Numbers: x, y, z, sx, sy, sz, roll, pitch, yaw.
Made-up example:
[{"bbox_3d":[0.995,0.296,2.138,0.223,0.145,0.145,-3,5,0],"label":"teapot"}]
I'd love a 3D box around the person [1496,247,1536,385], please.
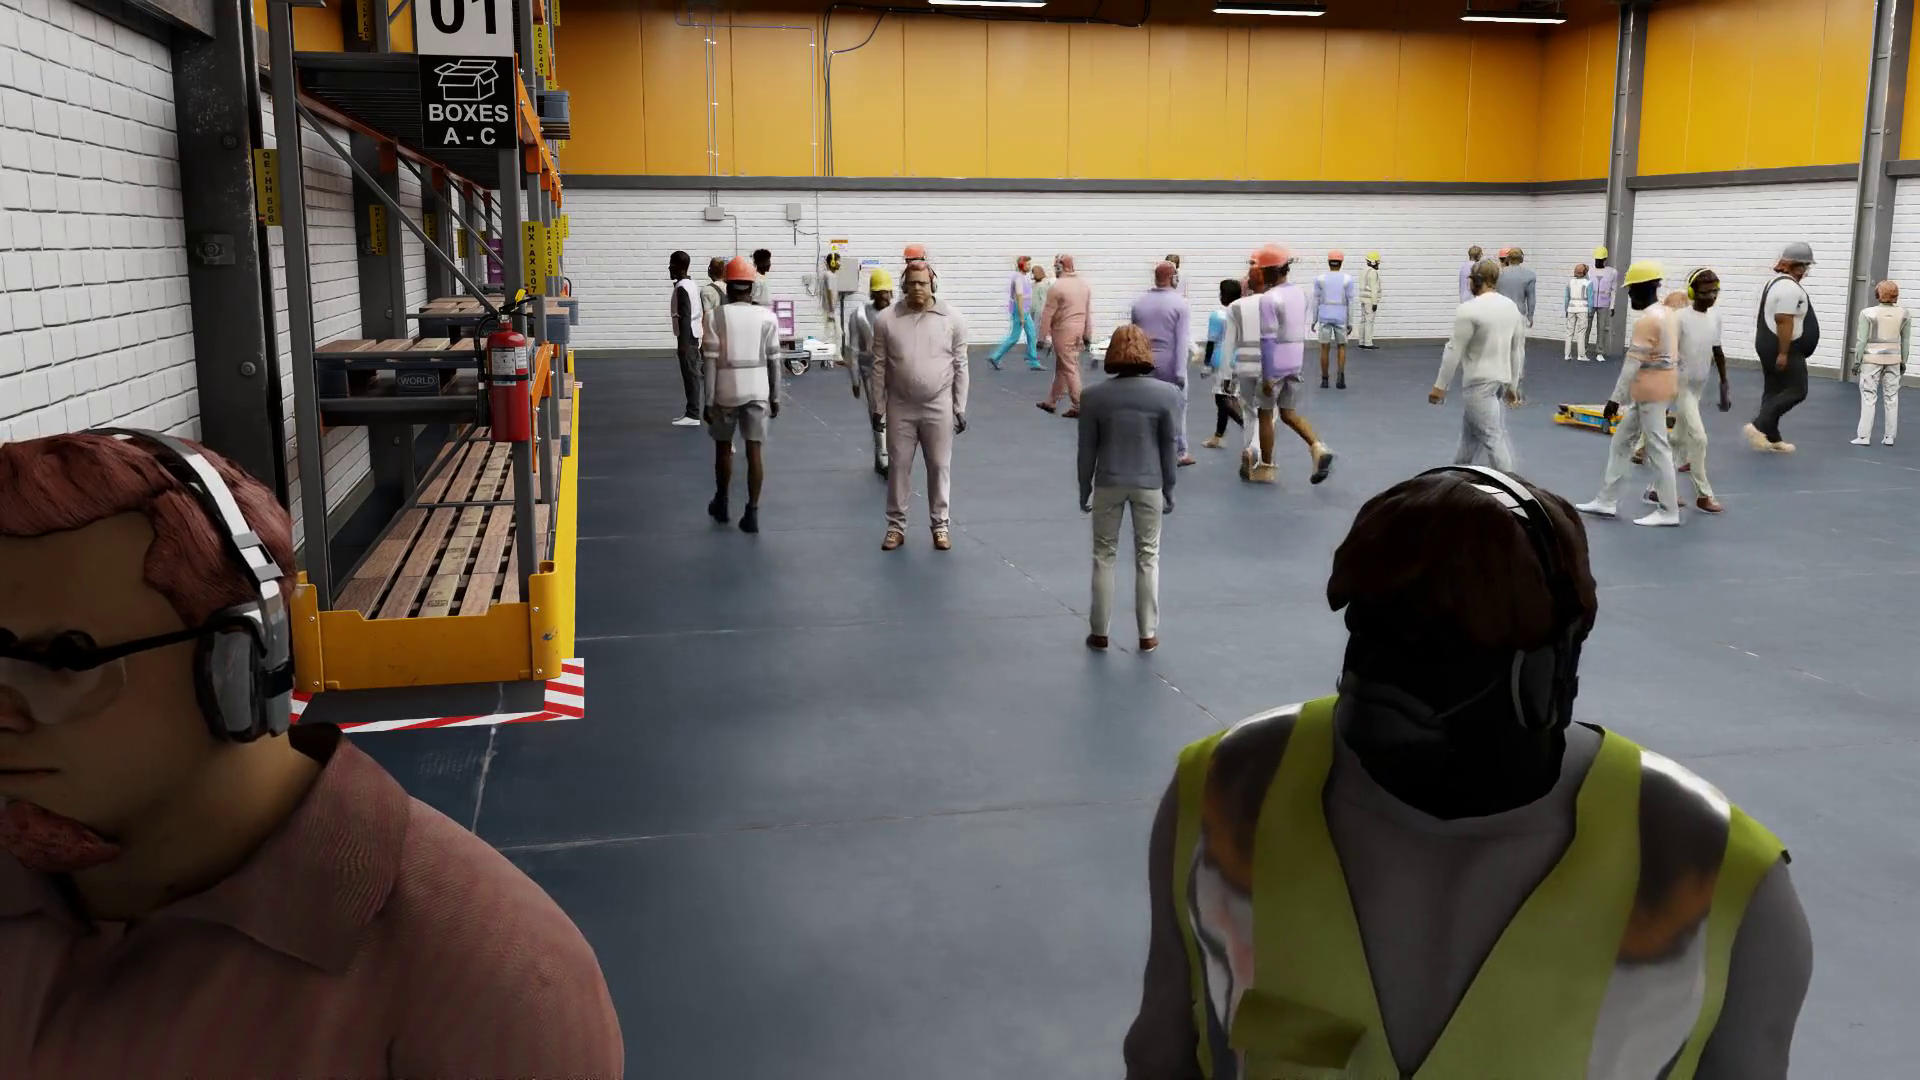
[{"bbox_3d":[7.779,-3.153,23.459,0.631,1.939,0.370,4,11,21],"label":"person"}]

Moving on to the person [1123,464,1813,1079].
[{"bbox_3d":[0.445,0.838,1.627,0.624,1.841,0.430,5,11,24],"label":"person"}]

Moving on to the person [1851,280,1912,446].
[{"bbox_3d":[9.115,-1.742,16.469,0.524,1.639,0.308,1,10,3],"label":"person"}]

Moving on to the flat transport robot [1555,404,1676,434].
[{"bbox_3d":[7.049,-1.304,17.834,0.652,0.197,1.431,-2,10,-10],"label":"flat transport robot"}]

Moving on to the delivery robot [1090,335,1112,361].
[{"bbox_3d":[2.378,-2.967,26.002,0.707,0.478,0.477,1,10,4],"label":"delivery robot"}]

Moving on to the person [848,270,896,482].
[{"bbox_3d":[-0.622,-1.401,14.185,0.601,1.782,0.924,-4,11,-20],"label":"person"}]

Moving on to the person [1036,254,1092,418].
[{"bbox_3d":[1.122,-2.359,19.234,0.920,1.864,0.683,9,13,40],"label":"person"}]

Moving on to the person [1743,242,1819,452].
[{"bbox_3d":[7.871,-1.831,15.850,0.549,2.000,0.688,2,10,10],"label":"person"}]

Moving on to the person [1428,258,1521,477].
[{"bbox_3d":[3.878,-1.175,12.612,0.651,1.885,1.006,-8,13,-38],"label":"person"}]

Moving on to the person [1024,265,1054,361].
[{"bbox_3d":[1.344,-3.828,28.058,0.527,1.620,0.512,-3,11,-18],"label":"person"}]

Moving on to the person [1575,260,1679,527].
[{"bbox_3d":[4.819,-1.047,11.936,0.862,1.879,0.611,6,12,28],"label":"person"}]

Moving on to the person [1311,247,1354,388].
[{"bbox_3d":[5.126,-3.048,22.895,0.557,1.939,0.374,3,11,14],"label":"person"}]

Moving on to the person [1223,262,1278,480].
[{"bbox_3d":[2.502,-1.411,14.052,0.620,1.865,0.730,5,11,25],"label":"person"}]

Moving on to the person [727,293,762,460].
[{"bbox_3d":[-2.073,-1.581,15.550,0.542,1.656,0.867,-3,11,-17],"label":"person"}]

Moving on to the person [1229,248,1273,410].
[{"bbox_3d":[3.503,-2.532,20.006,0.987,1.957,0.632,-8,13,-37],"label":"person"}]

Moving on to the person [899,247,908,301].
[{"bbox_3d":[-0.727,-3.774,26.857,0.646,1.956,0.639,9,13,40],"label":"person"}]

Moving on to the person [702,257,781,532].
[{"bbox_3d":[-1.574,-1.040,11.841,0.580,1.901,0.880,-3,11,-19],"label":"person"}]

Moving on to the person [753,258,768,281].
[{"bbox_3d":[-3.279,-3.746,26.872,0.431,1.893,0.575,-9,14,-41],"label":"person"}]

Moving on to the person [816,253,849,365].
[{"bbox_3d":[-2.167,-3.729,26.951,0.761,1.845,0.516,0,10,1],"label":"person"}]

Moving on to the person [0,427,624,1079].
[{"bbox_3d":[-0.583,0.863,1.296,0.640,1.909,0.409,2,11,13],"label":"person"}]

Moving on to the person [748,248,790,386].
[{"bbox_3d":[-2.888,-3.117,23.297,0.906,1.932,0.613,0,10,-2],"label":"person"}]

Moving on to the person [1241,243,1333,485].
[{"bbox_3d":[2.692,-1.427,13.671,0.626,2.021,0.750,-9,14,-41],"label":"person"}]

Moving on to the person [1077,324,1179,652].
[{"bbox_3d":[0.829,-0.249,8.241,0.499,1.629,0.278,1,10,7],"label":"person"}]

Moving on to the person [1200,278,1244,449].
[{"bbox_3d":[2.631,-1.676,16.009,0.527,1.674,0.751,-9,13,-40],"label":"person"}]

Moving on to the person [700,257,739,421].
[{"bbox_3d":[-2.690,-2.245,18.686,0.509,1.844,0.329,-8,13,-39],"label":"person"}]

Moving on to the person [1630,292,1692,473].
[{"bbox_3d":[6.304,-1.401,14.747,0.520,1.577,0.866,-4,11,-20],"label":"person"}]

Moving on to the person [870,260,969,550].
[{"bbox_3d":[-0.269,-0.875,10.935,0.651,1.904,0.403,0,10,1],"label":"person"}]

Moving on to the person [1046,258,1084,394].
[{"bbox_3d":[1.432,-2.854,22.047,0.658,1.847,0.638,-9,14,-41],"label":"person"}]

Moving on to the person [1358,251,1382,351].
[{"bbox_3d":[7.601,-4.423,30.798,0.403,1.827,0.601,-1,10,-8],"label":"person"}]

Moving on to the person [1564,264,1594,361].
[{"bbox_3d":[10.435,-3.833,28.055,0.305,1.640,0.522,-8,13,-36],"label":"person"}]

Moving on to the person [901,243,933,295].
[{"bbox_3d":[-0.456,-3.029,22.647,1.023,1.996,0.627,2,10,13],"label":"person"}]

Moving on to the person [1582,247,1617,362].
[{"bbox_3d":[10.715,-3.957,27.970,0.585,1.920,0.382,3,11,16],"label":"person"}]

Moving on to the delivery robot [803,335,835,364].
[{"bbox_3d":[-2.312,-2.944,25.876,0.707,0.478,0.477,-5,11,-26],"label":"delivery robot"}]

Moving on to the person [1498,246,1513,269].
[{"bbox_3d":[8.509,-3.614,26.016,0.356,1.938,0.545,3,11,18],"label":"person"}]

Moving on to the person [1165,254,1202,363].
[{"bbox_3d":[3.536,-3.739,27.042,0.728,1.821,0.629,-1,10,-6],"label":"person"}]

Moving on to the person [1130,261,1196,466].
[{"bbox_3d":[1.757,-1.534,14.732,0.648,1.861,0.992,8,13,38],"label":"person"}]

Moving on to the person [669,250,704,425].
[{"bbox_3d":[-3.019,-2.220,18.351,0.397,1.918,0.587,-1,10,-4],"label":"person"}]

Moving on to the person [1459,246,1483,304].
[{"bbox_3d":[8.794,-4.085,28.622,0.377,1.940,0.628,-2,10,-9],"label":"person"}]

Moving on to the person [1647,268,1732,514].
[{"bbox_3d":[5.536,-1.112,12.460,0.654,1.817,0.800,-6,12,-30],"label":"person"}]

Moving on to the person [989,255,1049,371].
[{"bbox_3d":[0.910,-3.533,25.938,0.902,1.810,0.579,3,11,14],"label":"person"}]
